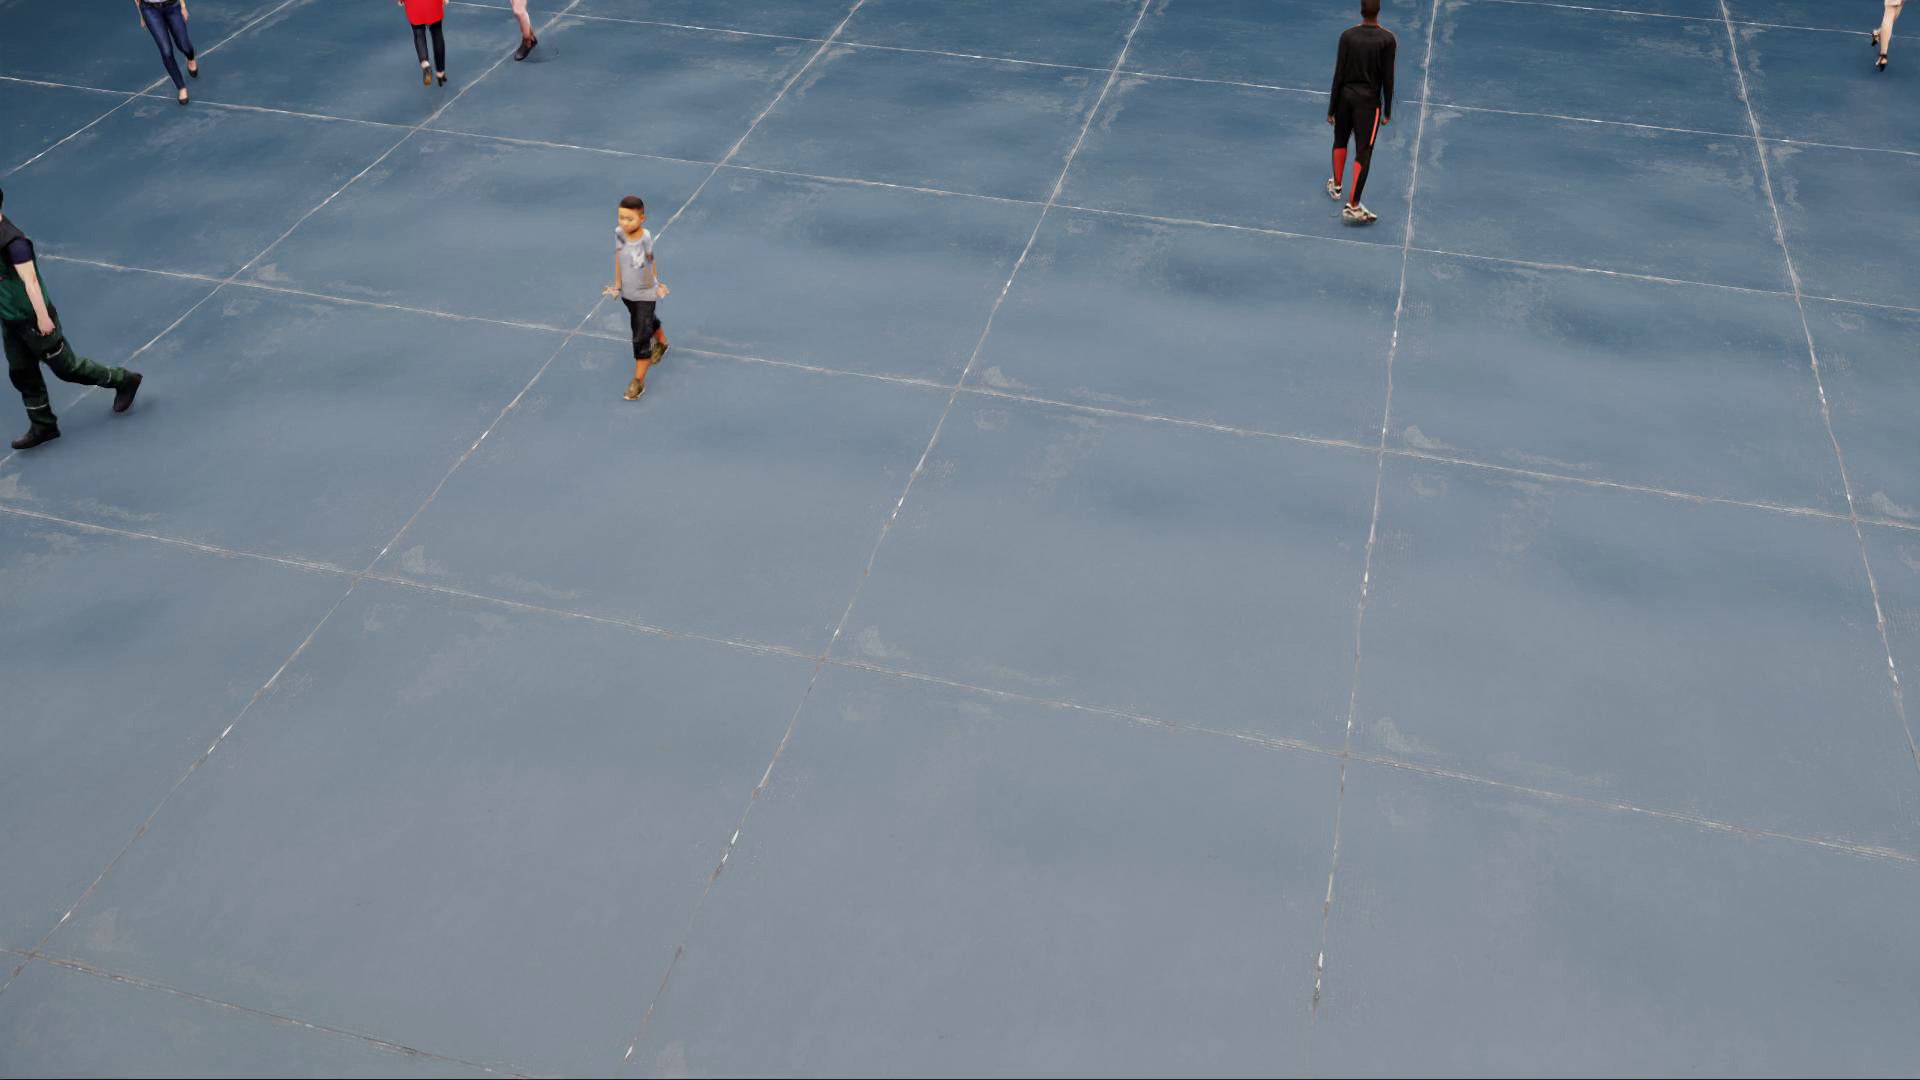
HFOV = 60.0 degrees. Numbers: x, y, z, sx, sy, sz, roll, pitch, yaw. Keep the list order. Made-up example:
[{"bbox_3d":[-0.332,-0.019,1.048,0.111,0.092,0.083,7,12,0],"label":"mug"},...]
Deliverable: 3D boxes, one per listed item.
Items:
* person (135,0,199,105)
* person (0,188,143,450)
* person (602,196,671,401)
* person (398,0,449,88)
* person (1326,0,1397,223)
[{"bbox_3d":[-7.456,-4.981,15.537,0.831,1.709,0.954,-11,39,-13],"label":"person"},{"bbox_3d":[-6.067,-1.525,10.984,1.013,1.875,1.262,28,46,31],"label":"person"},{"bbox_3d":[-2.251,-1.832,11.746,0.629,1.420,1.025,13,40,17],"label":"person"},{"bbox_3d":[-5.040,-5.048,15.598,0.801,1.739,0.915,-6,38,-8],"label":"person"},{"bbox_3d":[3.268,-3.539,13.642,0.797,1.772,0.960,17,41,20],"label":"person"}]
